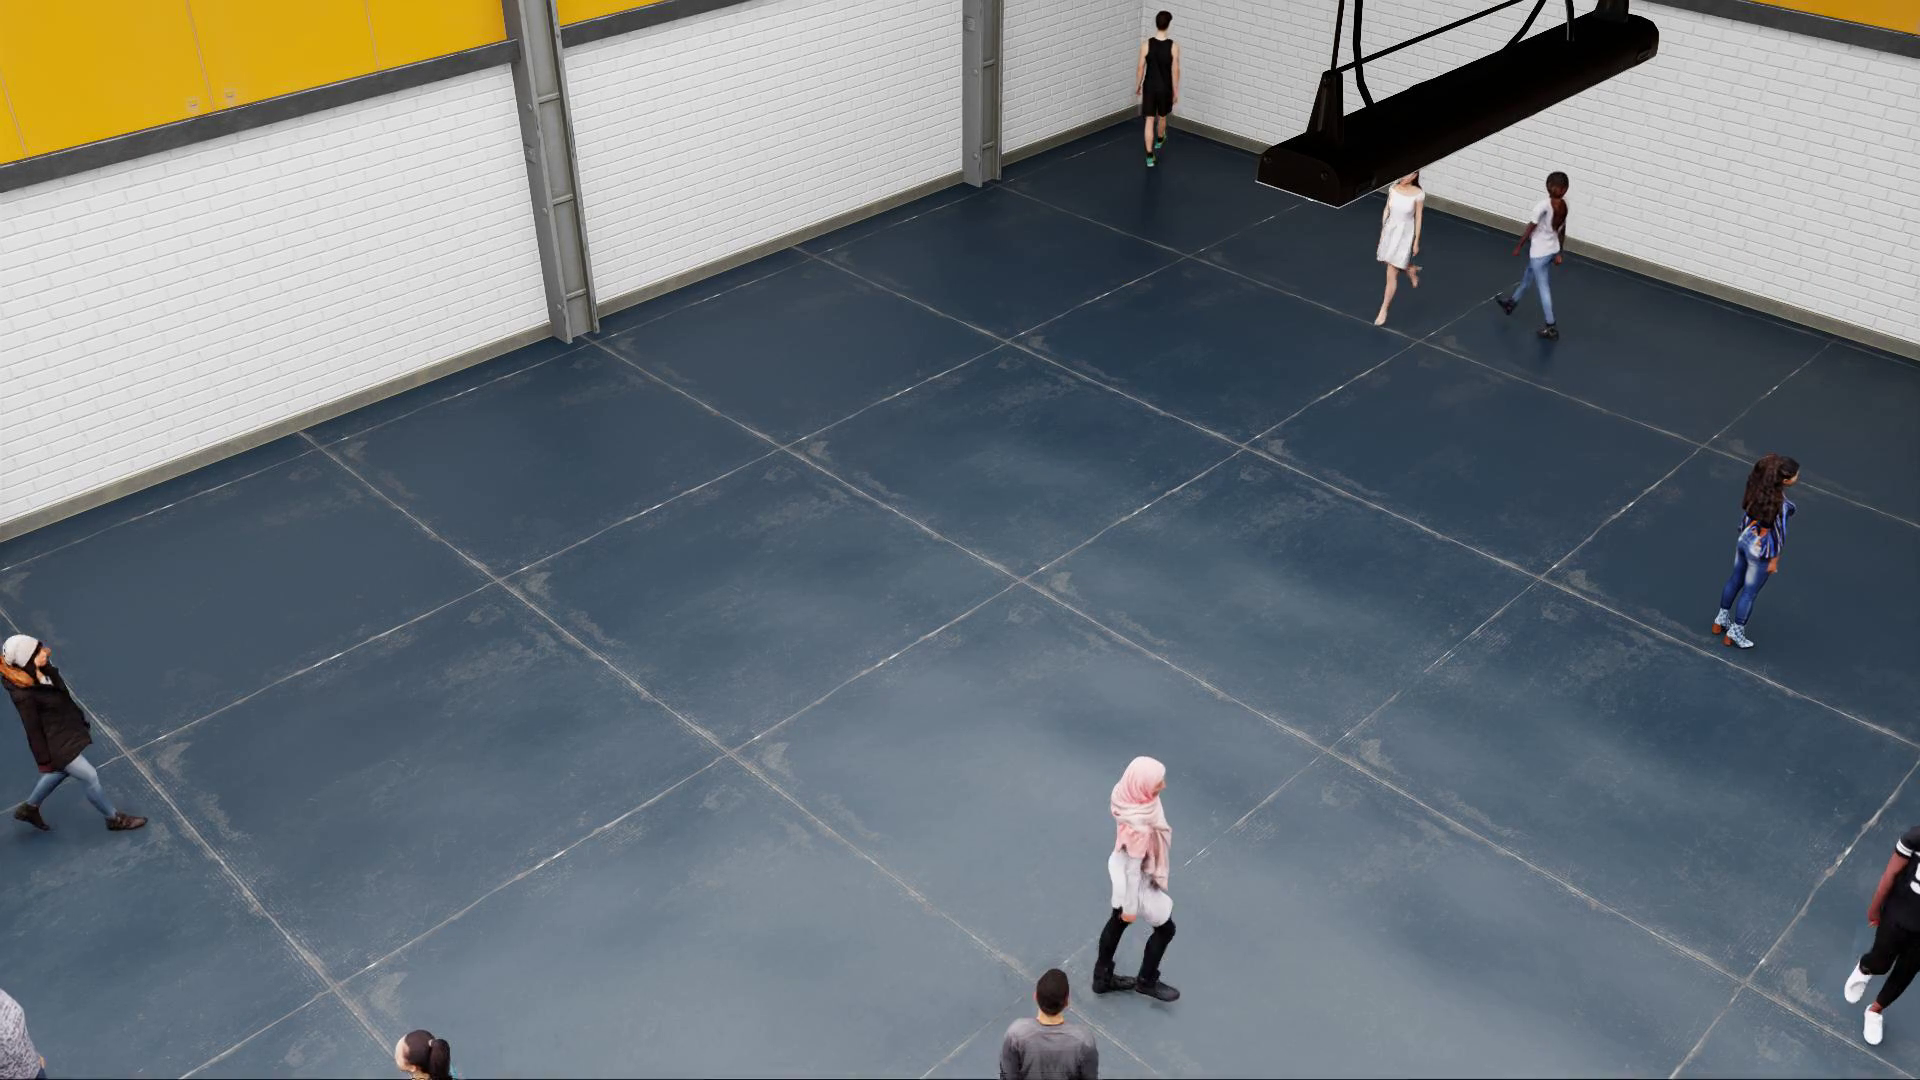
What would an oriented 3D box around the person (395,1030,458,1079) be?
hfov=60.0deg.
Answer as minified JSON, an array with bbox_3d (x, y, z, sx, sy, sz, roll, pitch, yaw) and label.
[{"bbox_3d":[-2.385,2.984,7.993,1.071,1.639,0.966,-2,34,-3],"label":"person"}]

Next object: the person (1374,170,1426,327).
[{"bbox_3d":[4.532,-3.060,16.990,0.596,1.747,1.018,28,42,35],"label":"person"}]

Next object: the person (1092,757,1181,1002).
[{"bbox_3d":[0.891,1.940,9.429,0.901,1.790,0.840,-3,34,-5],"label":"person"}]

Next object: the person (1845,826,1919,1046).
[{"bbox_3d":[5.358,2.058,9.312,0.740,1.721,0.817,13,36,19],"label":"person"}]

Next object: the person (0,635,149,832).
[{"bbox_3d":[-5.831,1.266,10.605,1.121,1.609,0.955,-7,34,-10],"label":"person"}]

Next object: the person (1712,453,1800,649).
[{"bbox_3d":[5.942,0.072,12.397,0.736,1.614,0.692,-3,34,-4],"label":"person"}]

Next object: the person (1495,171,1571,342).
[{"bbox_3d":[5.905,-2.805,16.678,1.141,1.666,0.819,-20,38,-27],"label":"person"}]

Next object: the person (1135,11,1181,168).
[{"bbox_3d":[2.436,-5.557,20.661,1.106,1.841,1.263,6,34,9],"label":"person"}]

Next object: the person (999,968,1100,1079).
[{"bbox_3d":[0.410,2.848,8.119,0.998,1.728,1.121,4,34,7],"label":"person"}]
